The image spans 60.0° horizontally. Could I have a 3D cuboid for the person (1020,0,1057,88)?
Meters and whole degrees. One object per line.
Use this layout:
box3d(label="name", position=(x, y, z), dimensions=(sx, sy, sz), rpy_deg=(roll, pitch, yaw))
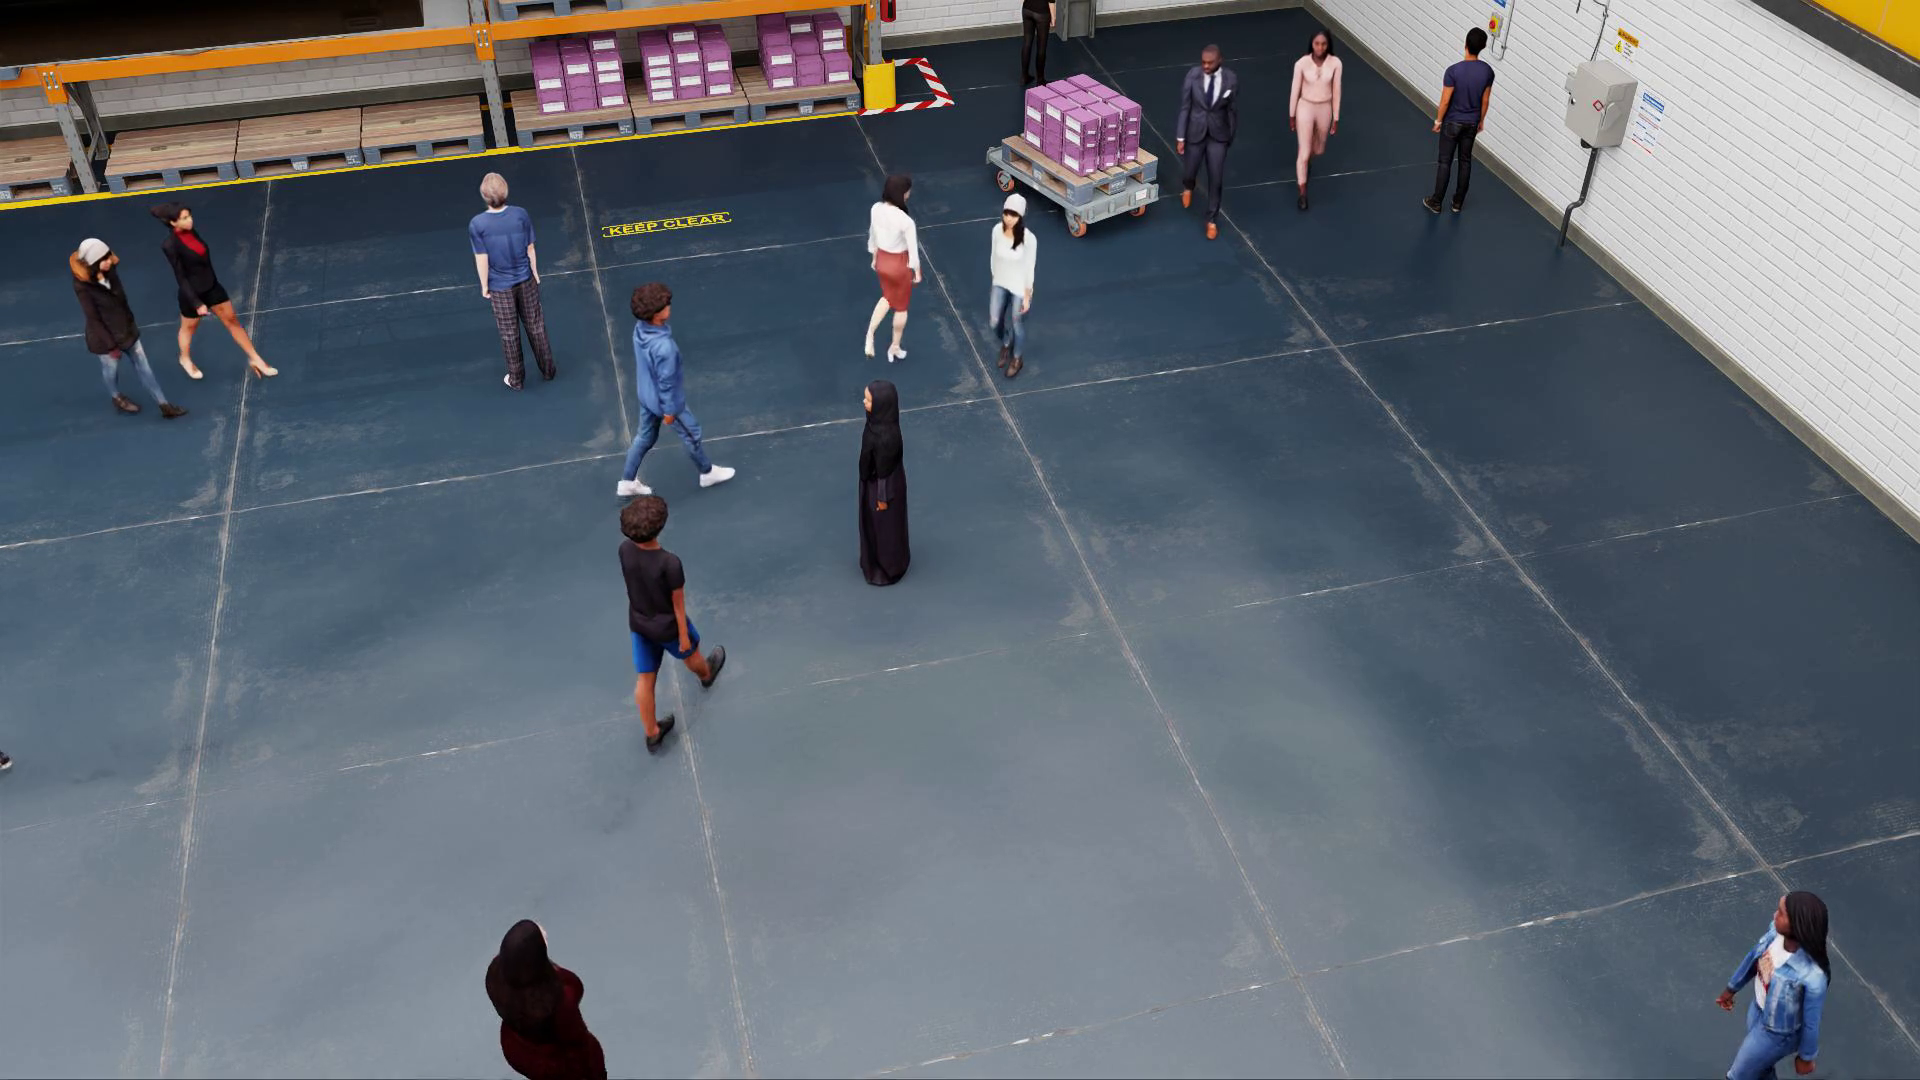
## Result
box3d(label="person", position=(0.832, -5.713, 18.034), dimensions=(0.635, 1.639, 0.680), rpy_deg=(24, 44, 27))

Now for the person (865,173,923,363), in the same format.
box3d(label="person", position=(-0.575, -2.138, 13.480), dimensions=(0.772, 1.736, 0.832), rpy_deg=(24, 44, 27))

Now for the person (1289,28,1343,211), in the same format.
box3d(label="person", position=(3.386, -4.082, 15.942), dimensions=(1.058, 1.700, 0.885), rpy_deg=(1, 39, 2))

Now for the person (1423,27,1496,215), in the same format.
box3d(label="person", position=(4.730, -3.948, 15.700), dimensions=(0.519, 1.793, 0.733), rpy_deg=(-4, 39, -4))

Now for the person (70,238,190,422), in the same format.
box3d(label="person", position=(-6.670, -1.632, 12.960), dimensions=(1.092, 1.593, 0.982), rpy_deg=(13, 40, 16))

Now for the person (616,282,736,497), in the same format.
box3d(label="person", position=(-2.243, -1.040, 12.068), dimensions=(1.222, 1.781, 0.926), rpy_deg=(-22, 44, -25))

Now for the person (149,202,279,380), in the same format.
box3d(label="person", position=(-6.176, -1.936, 13.343), dimensions=(1.108, 1.590, 0.891), rpy_deg=(9, 39, 11))

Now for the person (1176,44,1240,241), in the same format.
box3d(label="person", position=(2.274, -3.776, 15.479), dimensions=(1.045, 1.800, 0.999), rpy_deg=(3, 39, 3))

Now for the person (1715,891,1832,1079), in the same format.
box3d(label="person", position=(3.951, 2.328, 7.927), dimensions=(0.775, 1.686, 0.735), rpy_deg=(-4, 39, -5))

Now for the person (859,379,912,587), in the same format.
box3d(label="person", position=(-0.521, -0.421, 11.425), dimensions=(0.637, 1.616, 0.645), rpy_deg=(-3, 39, -4))

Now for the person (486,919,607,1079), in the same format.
box3d(label="person", position=(-1.968, 2.437, 7.746), dimensions=(0.910, 1.742, 0.968), rpy_deg=(19, 42, 22))

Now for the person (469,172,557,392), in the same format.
box3d(label="person", position=(-3.576, -2.062, 13.275), dimensions=(0.571, 1.872, 0.771), rpy_deg=(-20, 43, -23))

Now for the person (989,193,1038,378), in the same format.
box3d(label="person", position=(0.469, -2.085, 13.496), dimensions=(0.695, 1.632, 0.760), rpy_deg=(17, 42, 20))

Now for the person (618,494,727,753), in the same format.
box3d(label="person", position=(-1.878, 0.553, 10.096), dimensions=(1.129, 1.754, 1.103), rpy_deg=(14, 41, 17))
